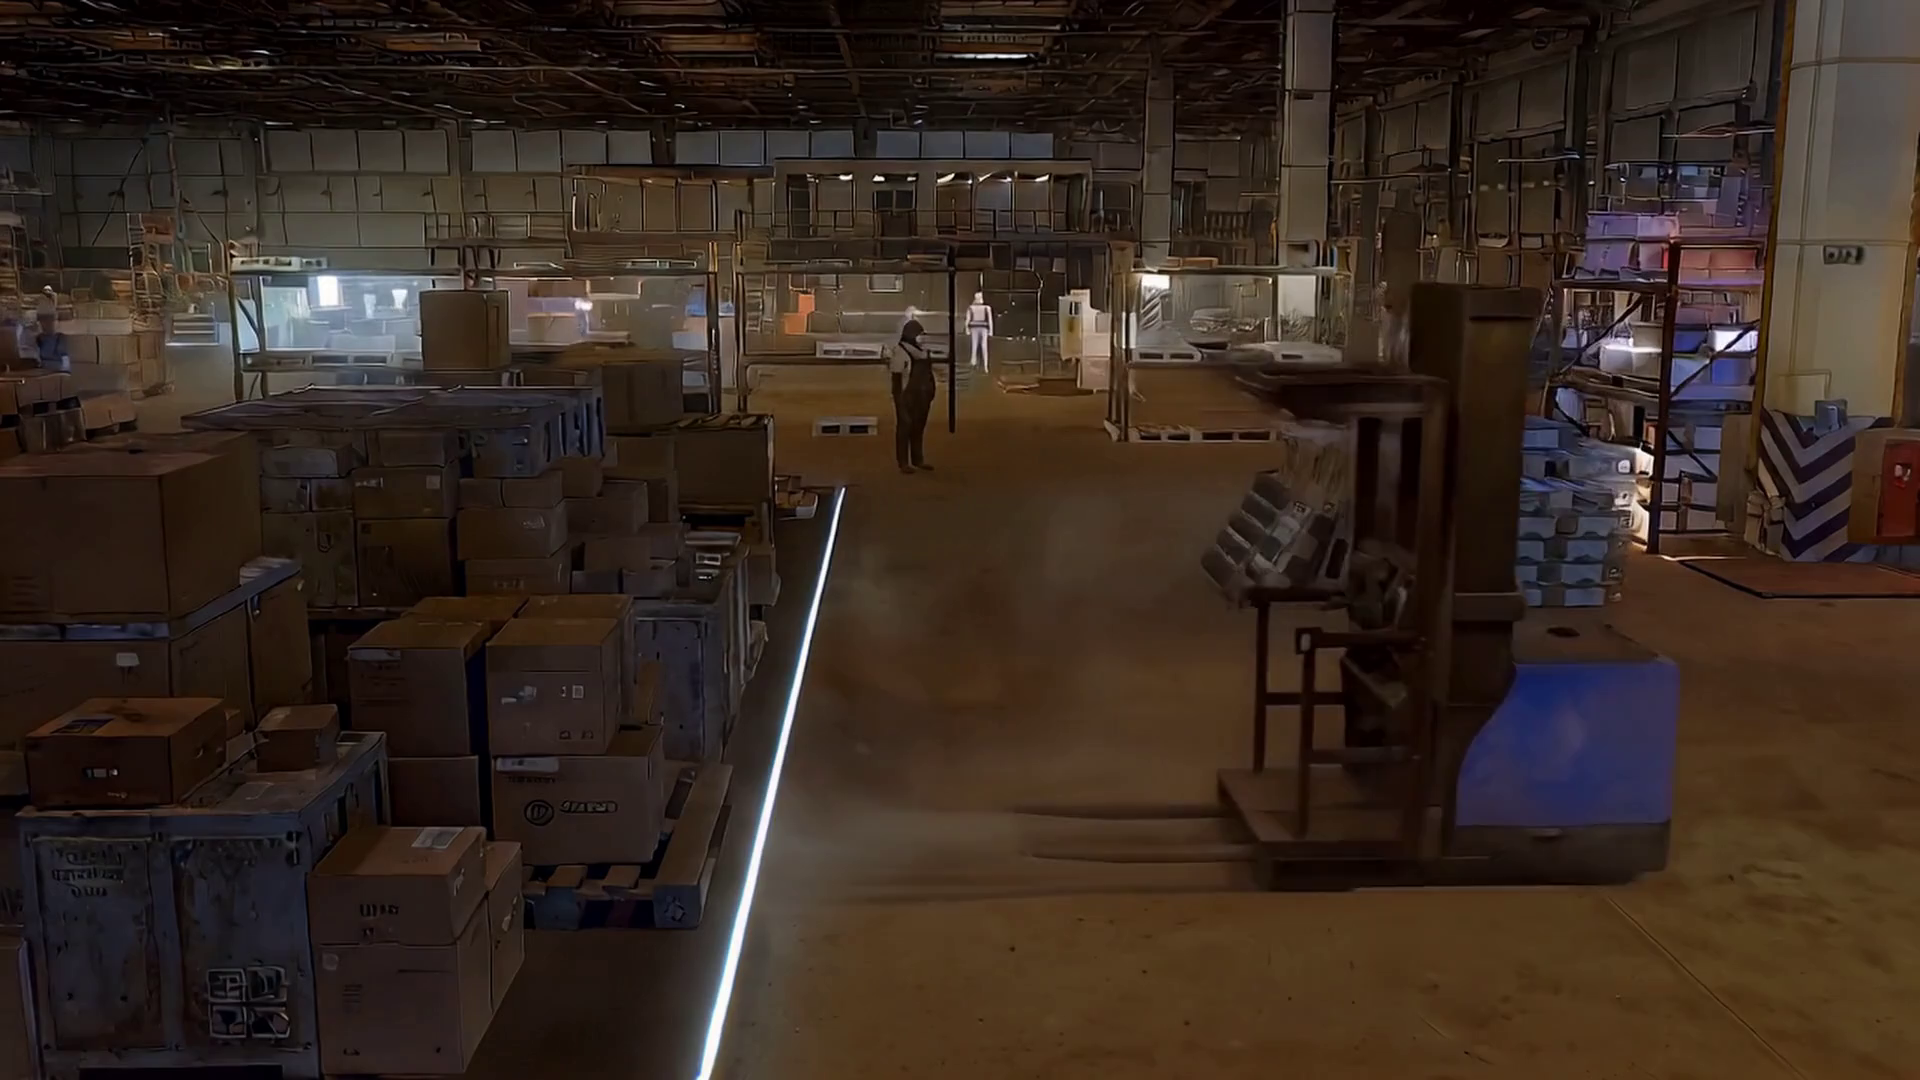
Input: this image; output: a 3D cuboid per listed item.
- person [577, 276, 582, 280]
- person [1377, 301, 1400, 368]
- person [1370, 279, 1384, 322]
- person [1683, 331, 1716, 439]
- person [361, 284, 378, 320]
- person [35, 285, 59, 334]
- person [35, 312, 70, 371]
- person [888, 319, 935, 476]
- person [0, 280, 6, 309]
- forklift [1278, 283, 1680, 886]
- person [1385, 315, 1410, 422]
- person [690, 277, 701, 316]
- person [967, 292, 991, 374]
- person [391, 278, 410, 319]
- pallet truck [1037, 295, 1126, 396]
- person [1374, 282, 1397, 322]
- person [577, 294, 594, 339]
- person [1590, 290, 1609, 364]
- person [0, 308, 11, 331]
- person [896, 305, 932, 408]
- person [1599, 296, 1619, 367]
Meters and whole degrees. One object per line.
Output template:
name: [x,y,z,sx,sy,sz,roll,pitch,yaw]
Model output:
person: [-14.860,-9.478,64.815,0.953,1.806,0.511,9,14,41]
person: [8.036,-3.499,31.131,0.594,1.924,0.382,-8,13,-39]
person: [13.748,-7.690,54.768,0.635,1.824,0.643,-6,12,-30]
person: [9.417,-1.690,21.096,0.607,1.907,0.426,-9,13,-40]
person: [-16.760,-6.368,47.407,0.341,1.832,0.671,5,11,24]
person: [-23.809,-5.700,43.421,0.567,1.915,0.421,-1,10,-7]
person: [-14.318,-2.630,26.268,0.640,1.957,0.474,2,10,12]
person: [-0.579,-1.860,21.682,0.537,2.000,0.682,7,12,34]
person: [-31.244,-7.576,54.100,0.404,1.835,0.590,2,10,11]
forklift: [2.428,0.159,8.094,1.873,2.768,1.129,0,10,-2]
person: [7.467,-2.864,27.959,0.664,1.792,0.958,6,12,29]
person: [-8.661,-7.501,53.514,0.924,1.906,0.553,6,12,29]
person: [0.435,-4.745,38.185,0.574,1.887,0.355,0,10,-2]
person: [-17.416,-7.225,51.989,0.622,1.884,0.827,3,11,16]
pallet truck: [2.483,-3.881,33.060,1.885,1.965,0.823,-7,13,-36]
person: [11.454,-5.968,44.836,0.605,1.944,0.403,8,13,36]
person: [-7.928,-4.253,35.311,0.378,1.932,0.551,-4,11,-21]
person: [16.000,-5.379,41.414,0.395,1.993,0.614,-1,10,-7]
person: [-20.046,-4.059,34.742,0.530,1.754,0.457,1,10,5]
person: [-0.859,-3.315,30.229,0.646,1.884,1.047,-6,12,-30]
person: [14.360,-4.478,36.766,0.328,1.865,0.517,-3,10,-14]
